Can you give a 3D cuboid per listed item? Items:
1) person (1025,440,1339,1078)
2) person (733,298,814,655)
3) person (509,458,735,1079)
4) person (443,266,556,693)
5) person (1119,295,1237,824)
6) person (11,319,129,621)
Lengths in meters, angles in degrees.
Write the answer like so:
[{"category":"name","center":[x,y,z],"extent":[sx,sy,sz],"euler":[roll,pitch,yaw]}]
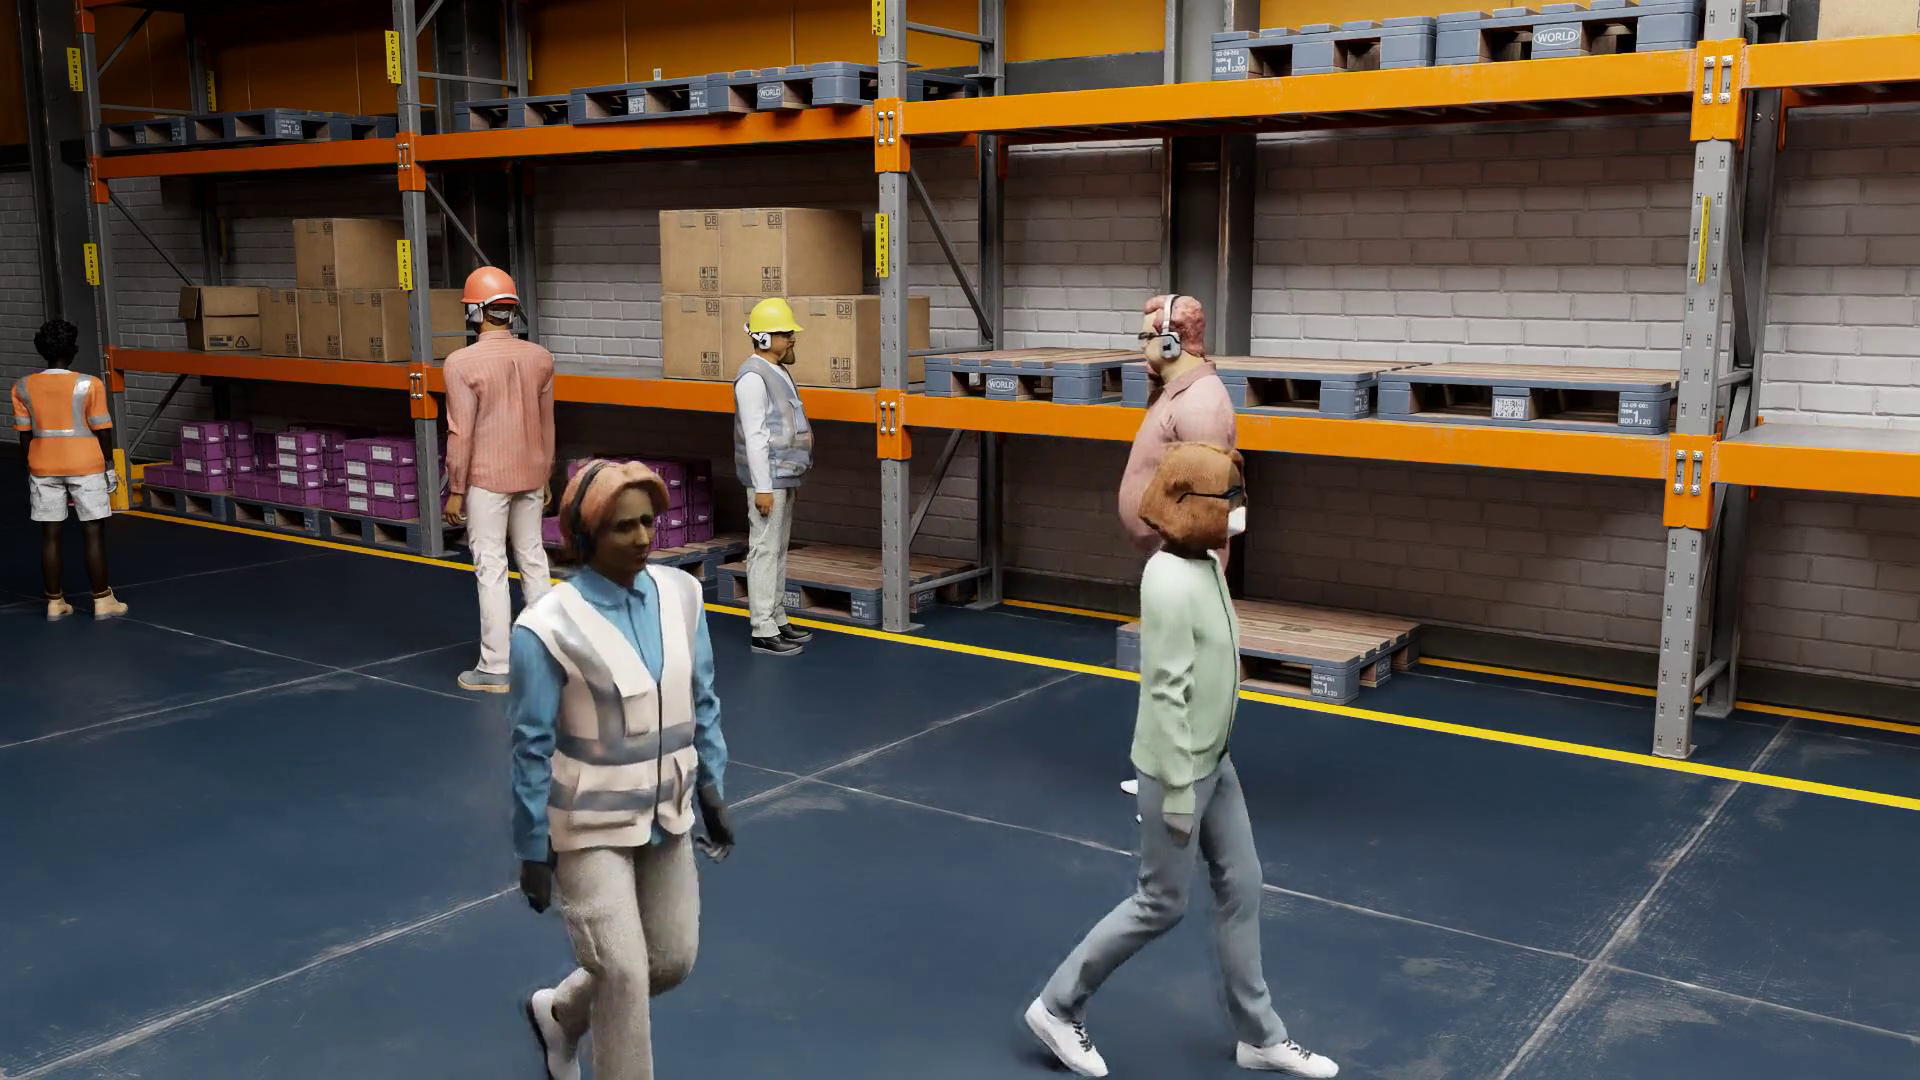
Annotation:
[{"category":"person","center":[0.542,0.547,4.077],"extent":[0.670,1.616,0.518],"euler":[3,10,20]},{"category":"person","center":[-0.958,-0.330,8.623],"extent":[0.404,1.833,0.590],"euler":[1,10,6]},{"category":"person","center":[-0.794,0.613,3.636],"extent":[0.598,1.617,0.518],"euler":[7,12,35]},{"category":"person","center":[-2.170,-0.281,7.850],"extent":[0.382,1.995,0.612],"euler":[7,12,34]},{"category":"person","center":[0.768,0.077,5.994],"extent":[0.399,1.903,0.644],"euler":[0,10,0]},{"category":"person","center":[-5.005,-0.384,9.348],"extent":[0.535,1.697,0.318],"euler":[0,10,-3]}]
